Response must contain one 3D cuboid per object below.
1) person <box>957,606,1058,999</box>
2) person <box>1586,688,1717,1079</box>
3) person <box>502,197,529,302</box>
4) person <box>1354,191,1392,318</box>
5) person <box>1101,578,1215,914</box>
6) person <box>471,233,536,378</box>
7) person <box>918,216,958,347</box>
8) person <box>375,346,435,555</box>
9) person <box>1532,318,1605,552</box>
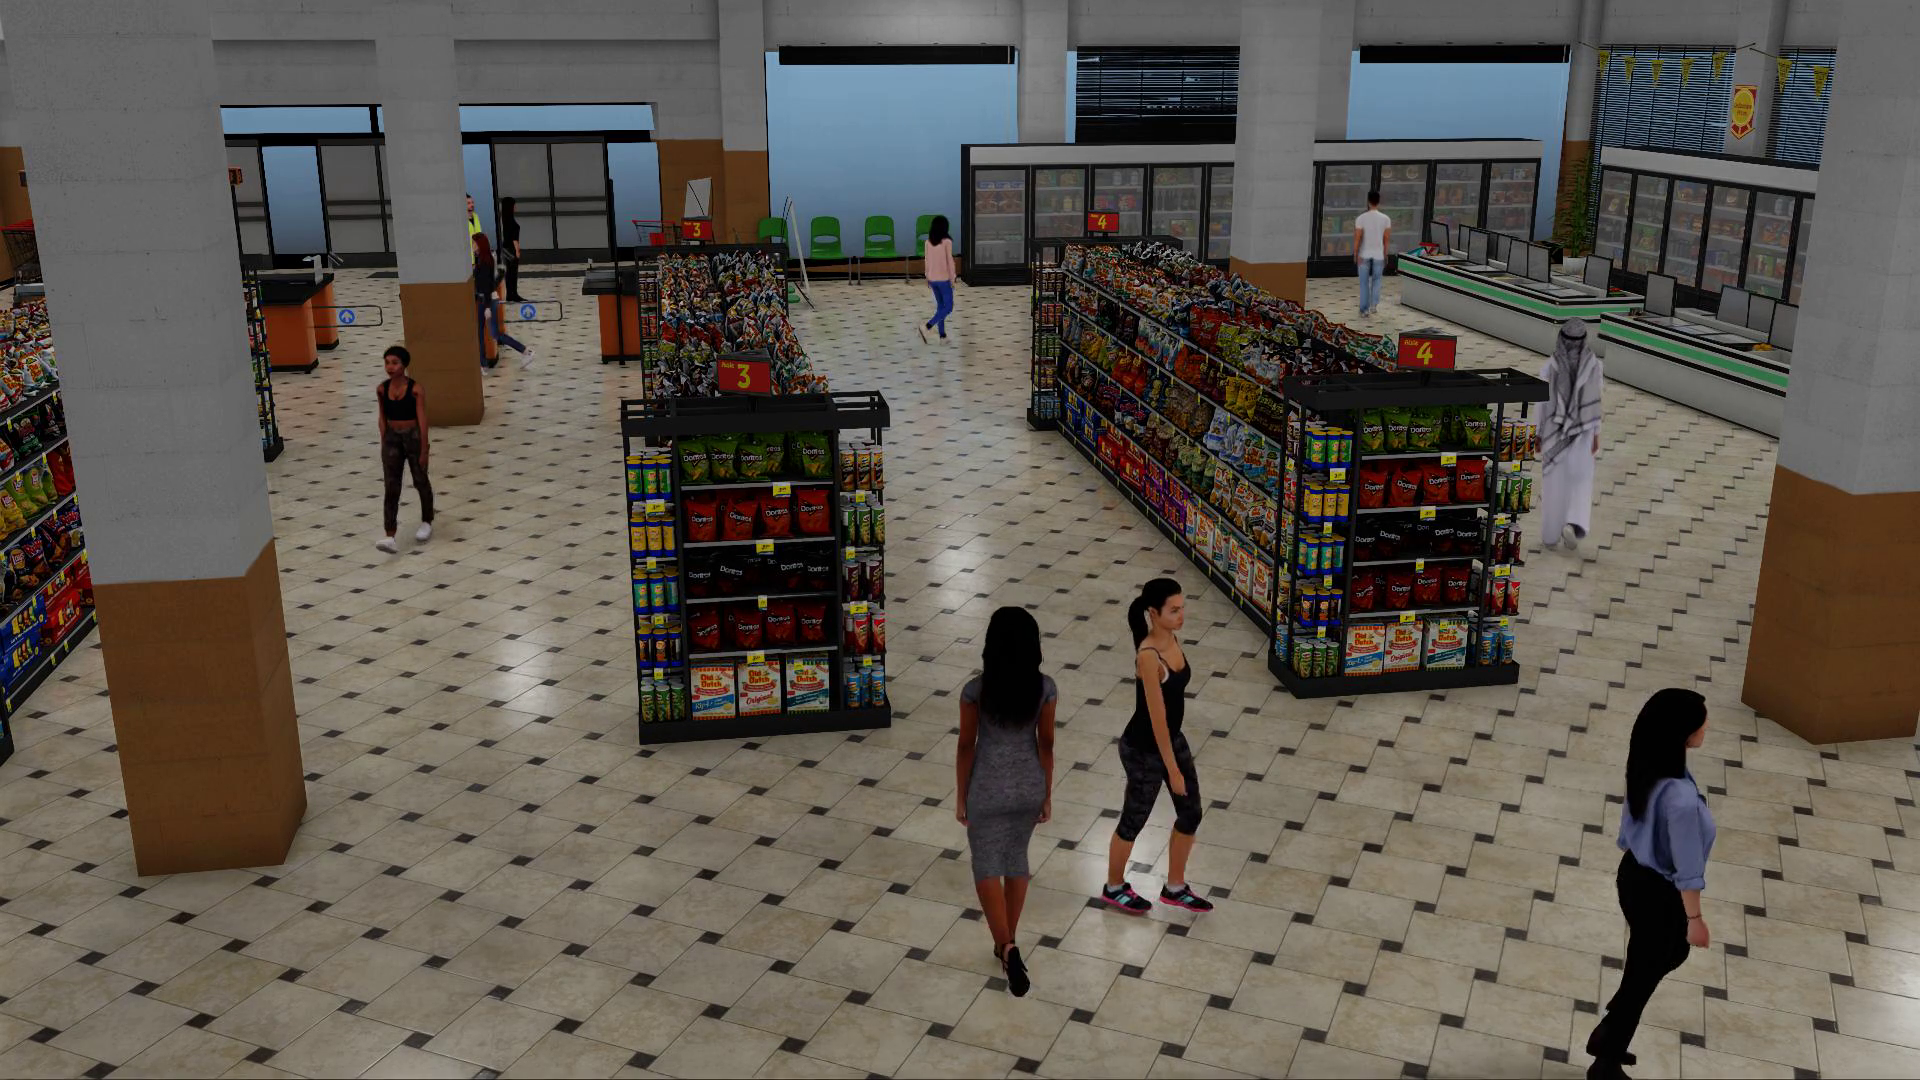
[{"bbox_3d":[0.218,1.163,7.138,0.578,1.762,0.936,-3,17,-10],"label":"person"},{"bbox_3d":[2.580,1.392,6.431,0.782,1.734,0.632,2,17,6],"label":"person"},{"bbox_3d":[-7.110,-4.598,26.316,0.711,1.642,0.577,-12,20,-34],"label":"person"},{"bbox_3d":[6.150,-4.241,24.785,0.741,1.848,0.734,1,17,2],"label":"person"},{"bbox_3d":[0.811,0.989,7.808,0.852,1.704,0.816,9,19,27],"label":"person"},{"bbox_3d":[-5.700,-2.858,20.381,0.885,1.761,1.070,-8,19,-25],"label":"person"},{"bbox_3d":[-0.318,-3.448,22.339,1.014,1.753,1.032,15,22,40],"label":"person"},{"bbox_3d":[-4.493,-0.753,13.635,0.781,1.653,1.172,1,17,3],"label":"person"},{"bbox_3d":[4.896,-0.808,13.365,0.871,1.915,0.976,4,17,13],"label":"person"}]
